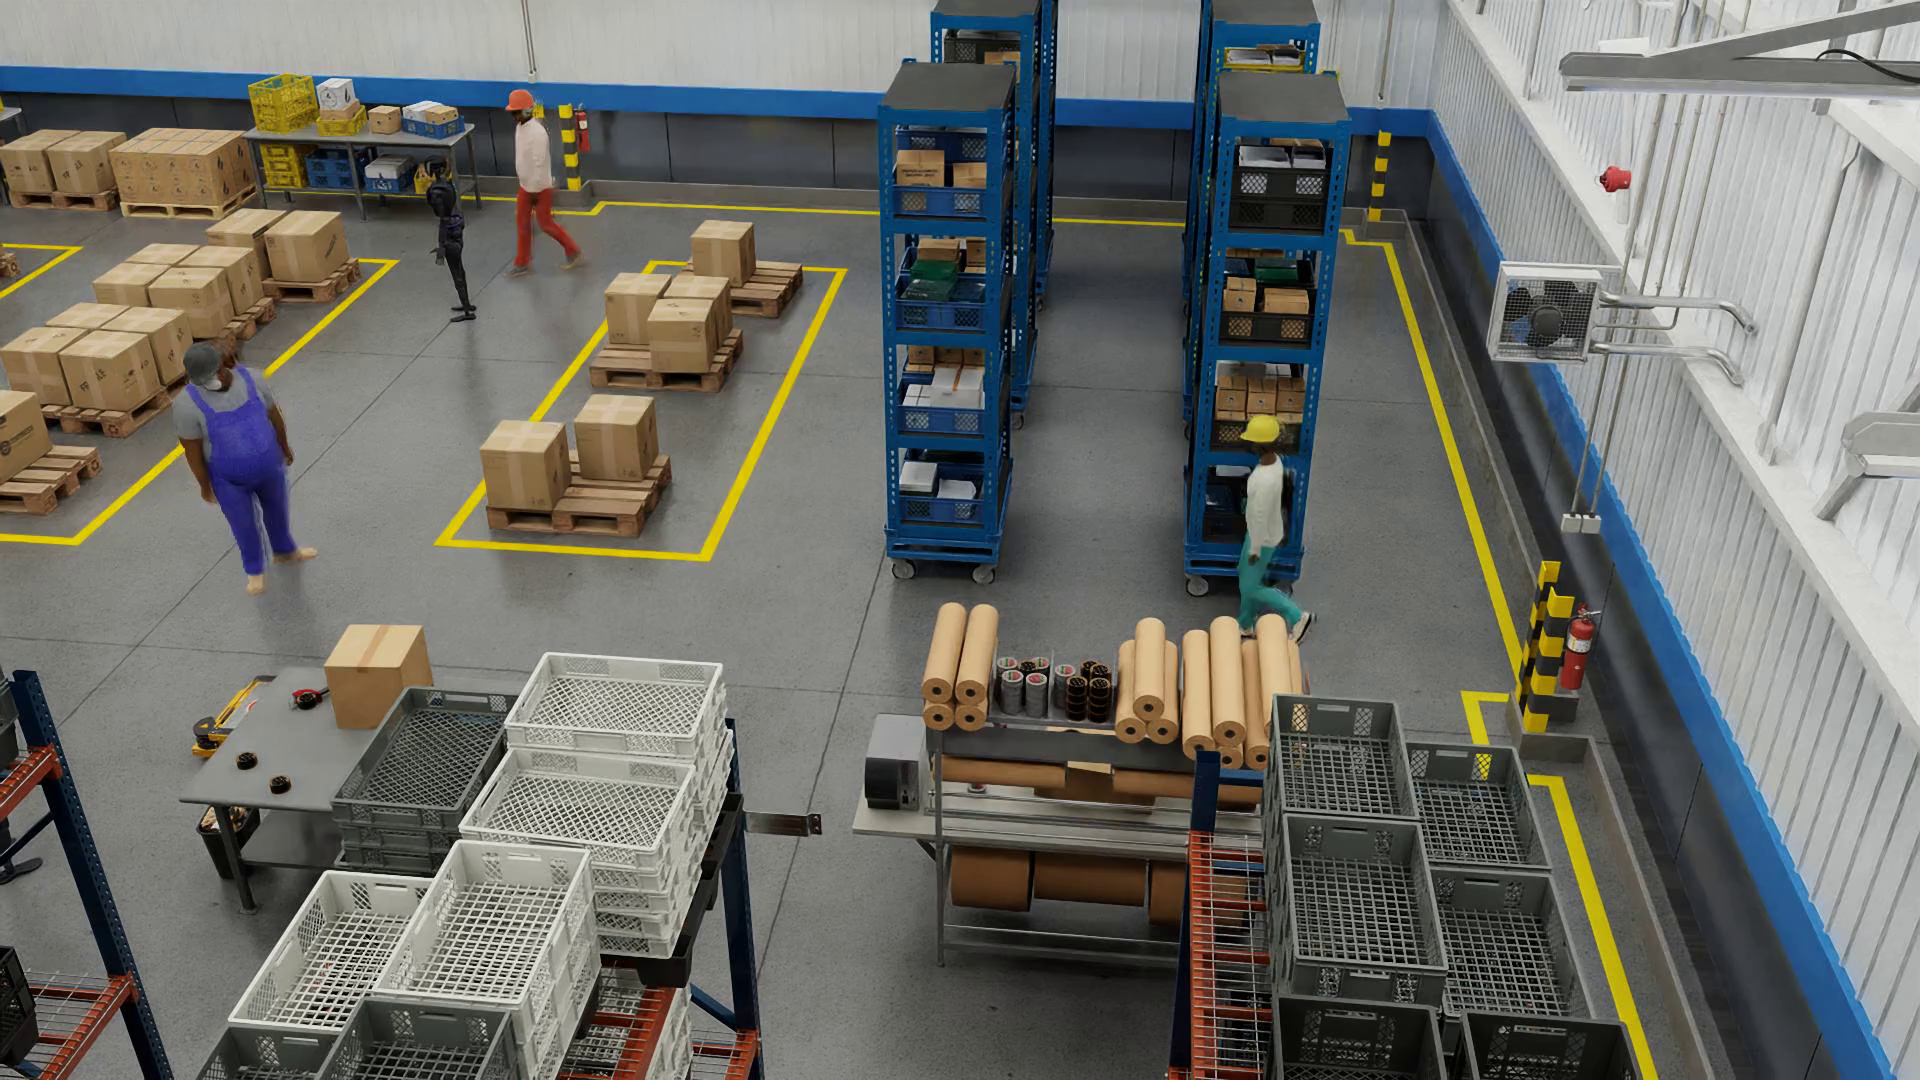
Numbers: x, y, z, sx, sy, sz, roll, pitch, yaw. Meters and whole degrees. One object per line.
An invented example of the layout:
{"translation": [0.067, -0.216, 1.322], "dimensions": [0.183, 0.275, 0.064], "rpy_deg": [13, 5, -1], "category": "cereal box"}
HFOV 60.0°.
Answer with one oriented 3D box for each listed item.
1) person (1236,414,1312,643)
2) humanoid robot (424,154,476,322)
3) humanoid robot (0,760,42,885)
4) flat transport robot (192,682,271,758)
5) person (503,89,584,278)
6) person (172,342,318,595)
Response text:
{"translation": [2.104, -0.040, 11.263], "dimensions": [0.567, 1.745, 0.528], "rpy_deg": [5, 31, 8], "category": "person"}
{"translation": [-5.046, -2.979, 16.375], "dimensions": [0.324, 1.658, 0.602], "rpy_deg": [-5, 31, -8], "category": "humanoid robot"}
{"translation": [-5.524, 1.151, 9.296], "dimensions": [0.572, 1.651, 0.328], "rpy_deg": [21, 36, 32], "category": "humanoid robot"}
{"translation": [-4.089, 1.163, 10.648], "dimensions": [1.431, 0.197, 0.652], "rpy_deg": [3, 30, 6], "category": "flat transport robot"}
{"translation": [-4.450, -3.728, 17.386], "dimensions": [0.847, 1.964, 0.617], "rpy_deg": [-22, 37, -33], "category": "person"}
{"translation": [-5.100, -0.587, 11.923], "dimensions": [0.571, 2.000, 0.811], "rpy_deg": [25, 38, 36], "category": "person"}
